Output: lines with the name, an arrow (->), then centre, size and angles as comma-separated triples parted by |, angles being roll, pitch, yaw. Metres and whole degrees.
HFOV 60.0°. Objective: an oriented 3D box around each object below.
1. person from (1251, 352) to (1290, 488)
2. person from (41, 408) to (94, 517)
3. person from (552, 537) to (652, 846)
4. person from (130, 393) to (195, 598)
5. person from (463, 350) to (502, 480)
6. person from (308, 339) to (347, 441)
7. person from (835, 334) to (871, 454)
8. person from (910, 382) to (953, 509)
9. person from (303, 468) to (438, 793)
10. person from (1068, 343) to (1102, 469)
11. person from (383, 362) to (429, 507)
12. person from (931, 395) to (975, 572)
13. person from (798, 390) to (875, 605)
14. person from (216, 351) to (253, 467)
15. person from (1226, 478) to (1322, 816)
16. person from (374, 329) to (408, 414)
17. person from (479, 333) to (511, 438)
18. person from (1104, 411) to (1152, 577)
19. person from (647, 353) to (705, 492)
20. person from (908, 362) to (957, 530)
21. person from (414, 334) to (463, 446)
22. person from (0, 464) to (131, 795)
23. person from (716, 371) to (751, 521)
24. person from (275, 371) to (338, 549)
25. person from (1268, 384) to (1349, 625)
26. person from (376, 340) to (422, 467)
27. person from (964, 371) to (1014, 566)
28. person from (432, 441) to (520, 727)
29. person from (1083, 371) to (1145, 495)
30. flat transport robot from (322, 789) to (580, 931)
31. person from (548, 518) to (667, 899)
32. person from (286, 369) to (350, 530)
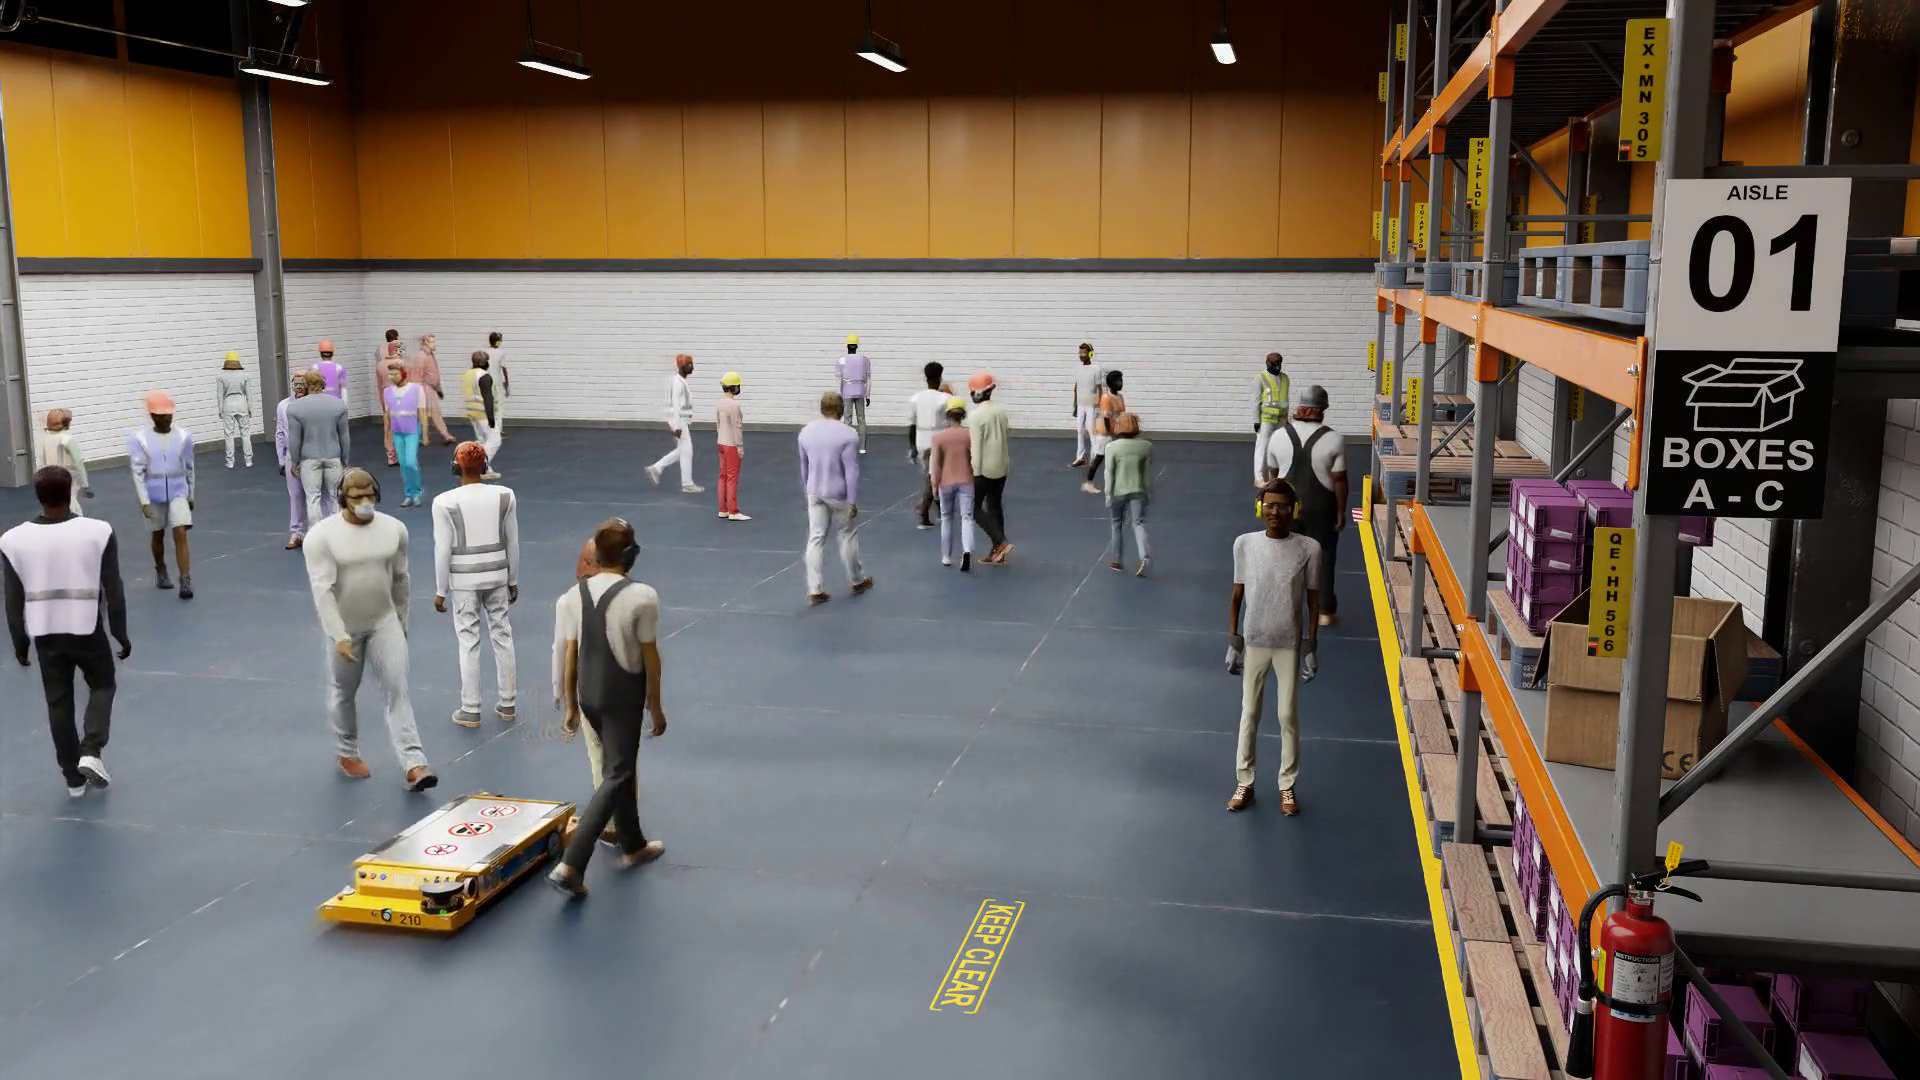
person -> 4.253, -1.633, 22.653 | 0.633, 1.841, 0.429 | -6, 11, -31
person -> -9.020, -0.518, 16.648 | 0.518, 1.603, 0.815 | 6, 11, 33
person -> -1.884, 0.781, 8.780 | 0.518, 1.613, 0.543 | -5, 11, -29
person -> -7.285, -0.420, 15.258 | 0.536, 1.883, 1.022 | -6, 11, -32
person -> -6.675, -1.739, 23.319 | 0.474, 1.832, 0.668 | -8, 12, -39
person -> -9.518, -2.066, 25.064 | 0.561, 1.907, 0.885 | -5, 11, -27
person -> -1.707, -2.315, 26.502 | 0.590, 1.927, 0.367 | -3, 10, -19
person -> -0.169, -1.180, 20.668 | 0.853, 1.595, 0.494 | -1, 9, -5
person -> -3.394, 0.524, 9.530 | 0.626, 1.874, 1.055 | -8, 12, -38
person -> 1.882, -1.992, 24.731 | 0.512, 1.872, 0.330 | 8, 13, 41
person -> -6.908, -1.305, 20.720 | 0.589, 1.820, 0.478 | 2, 10, 14
person -> -0.032, -0.557, 16.469 | 0.527, 1.741, 0.727 | 0, 9, -1
person -> -1.121, -0.401, 15.035 | 0.653, 1.896, 0.947 | 5, 10, 25
person -> -10.863, -1.958, 24.932 | 0.480, 1.736, 0.323 | -6, 11, -32
person -> 1.728, 0.587, 9.187 | 0.514, 1.873, 0.328 | 3, 10, 16
person -> -10.402, -2.946, 30.559 | 0.624, 1.844, 0.430 | 2, 10, 12
person -> -8.127, -2.672, 28.900 | 0.590, 1.848, 0.345 | 0, 9, 0
person -> 1.654, -0.456, 16.237 | 0.504, 1.606, 0.760 | -2, 10, -11
person -> -3.795, -1.555, 22.129 | 0.665, 1.864, 0.584 | -1, 9, -5
person -> -0.282, -1.100, 19.227 | 0.604, 1.915, 1.008 | 6, 11, 33
person -> -8.745, -2.490, 27.723 | 0.949, 1.861, 0.677 | -1, 9, -5
person -> -5.074, 0.521, 9.474 | 0.626, 1.905, 0.449 | -3, 10, -19
person -> -2.709, -1.113, 19.744 | 0.317, 1.769, 0.523 | -6, 11, -33
person -> -6.966, -0.850, 17.741 | 0.639, 1.908, 0.409 | -1, 9, -6
person -> 2.957, -0.302, 14.037 | 0.685, 2.000, 0.537 | 5, 11, 29
person -> -8.385, -2.032, 24.865 | 0.638, 1.908, 0.409 | 5, 10, 26
person -> 0.291, -0.696, 16.615 | 0.534, 1.976, 0.608 | 8, 12, 39
person -> -3.175, 0.289, 10.948 | 0.572, 1.883, 0.355 | -7, 12, -37
person -> 2.003, -1.390, 21.744 | 0.896, 1.646, 0.544 | 6, 11, 32
flat transport robot -> -2.446, 1.547, 8.217 | 0.652, 0.197, 1.431 | 2, 10, 12
person -> -1.743, 0.809, 8.057 | 0.500, 1.811, 0.865 | 5, 11, 28
person -> -6.767, -0.838, 17.586 | 0.627, 1.934, 0.372 | -6, 11, -32
